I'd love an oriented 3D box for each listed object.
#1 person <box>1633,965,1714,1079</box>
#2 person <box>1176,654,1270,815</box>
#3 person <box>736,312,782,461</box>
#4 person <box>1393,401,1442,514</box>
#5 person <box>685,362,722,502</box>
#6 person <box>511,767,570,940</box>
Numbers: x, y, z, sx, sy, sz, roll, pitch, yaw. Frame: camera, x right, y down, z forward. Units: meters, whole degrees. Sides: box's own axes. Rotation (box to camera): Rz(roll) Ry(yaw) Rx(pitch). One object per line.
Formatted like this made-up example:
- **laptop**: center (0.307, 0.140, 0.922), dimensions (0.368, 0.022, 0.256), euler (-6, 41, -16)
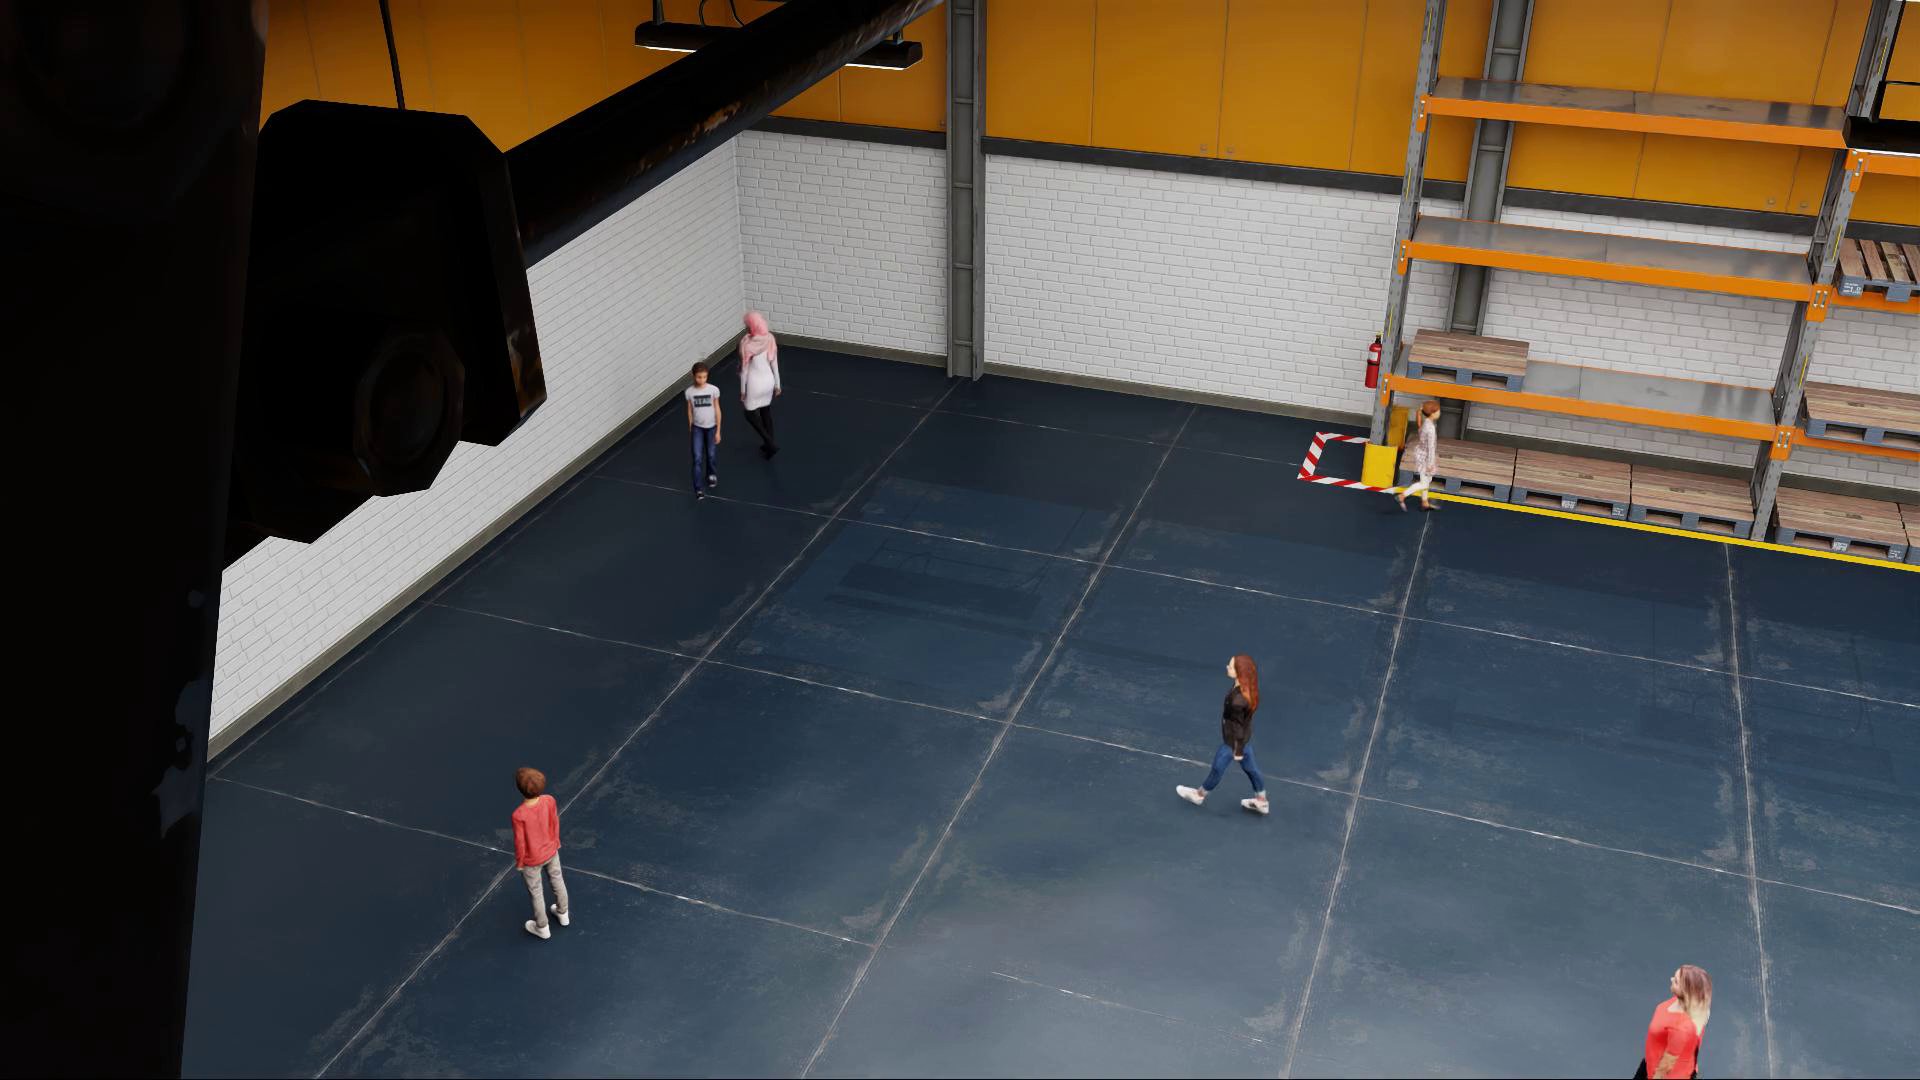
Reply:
- **person**: center (4.261, 3.193, 9.813), dimensions (0.747, 1.688, 0.686), euler (18, 33, 29)
- **person**: center (2.253, 1.561, 13.065), dimensions (0.962, 1.438, 0.597), euler (11, 31, 20)
- **person**: center (-2.214, -1.673, 18.628), dimensions (0.886, 1.789, 0.984), euler (-19, 34, -31)
- **person**: center (4.893, -0.866, 17.657), dimensions (0.837, 1.300, 0.669), euler (2, 29, 4)
- **person**: center (-2.770, -1.247, 18.126), dimensions (1.023, 1.521, 0.905), euler (-3, 29, -6)
- **person**: center (-3.006, 2.219, 11.881), dimensions (0.601, 1.416, 0.589), euler (24, 37, 37)
